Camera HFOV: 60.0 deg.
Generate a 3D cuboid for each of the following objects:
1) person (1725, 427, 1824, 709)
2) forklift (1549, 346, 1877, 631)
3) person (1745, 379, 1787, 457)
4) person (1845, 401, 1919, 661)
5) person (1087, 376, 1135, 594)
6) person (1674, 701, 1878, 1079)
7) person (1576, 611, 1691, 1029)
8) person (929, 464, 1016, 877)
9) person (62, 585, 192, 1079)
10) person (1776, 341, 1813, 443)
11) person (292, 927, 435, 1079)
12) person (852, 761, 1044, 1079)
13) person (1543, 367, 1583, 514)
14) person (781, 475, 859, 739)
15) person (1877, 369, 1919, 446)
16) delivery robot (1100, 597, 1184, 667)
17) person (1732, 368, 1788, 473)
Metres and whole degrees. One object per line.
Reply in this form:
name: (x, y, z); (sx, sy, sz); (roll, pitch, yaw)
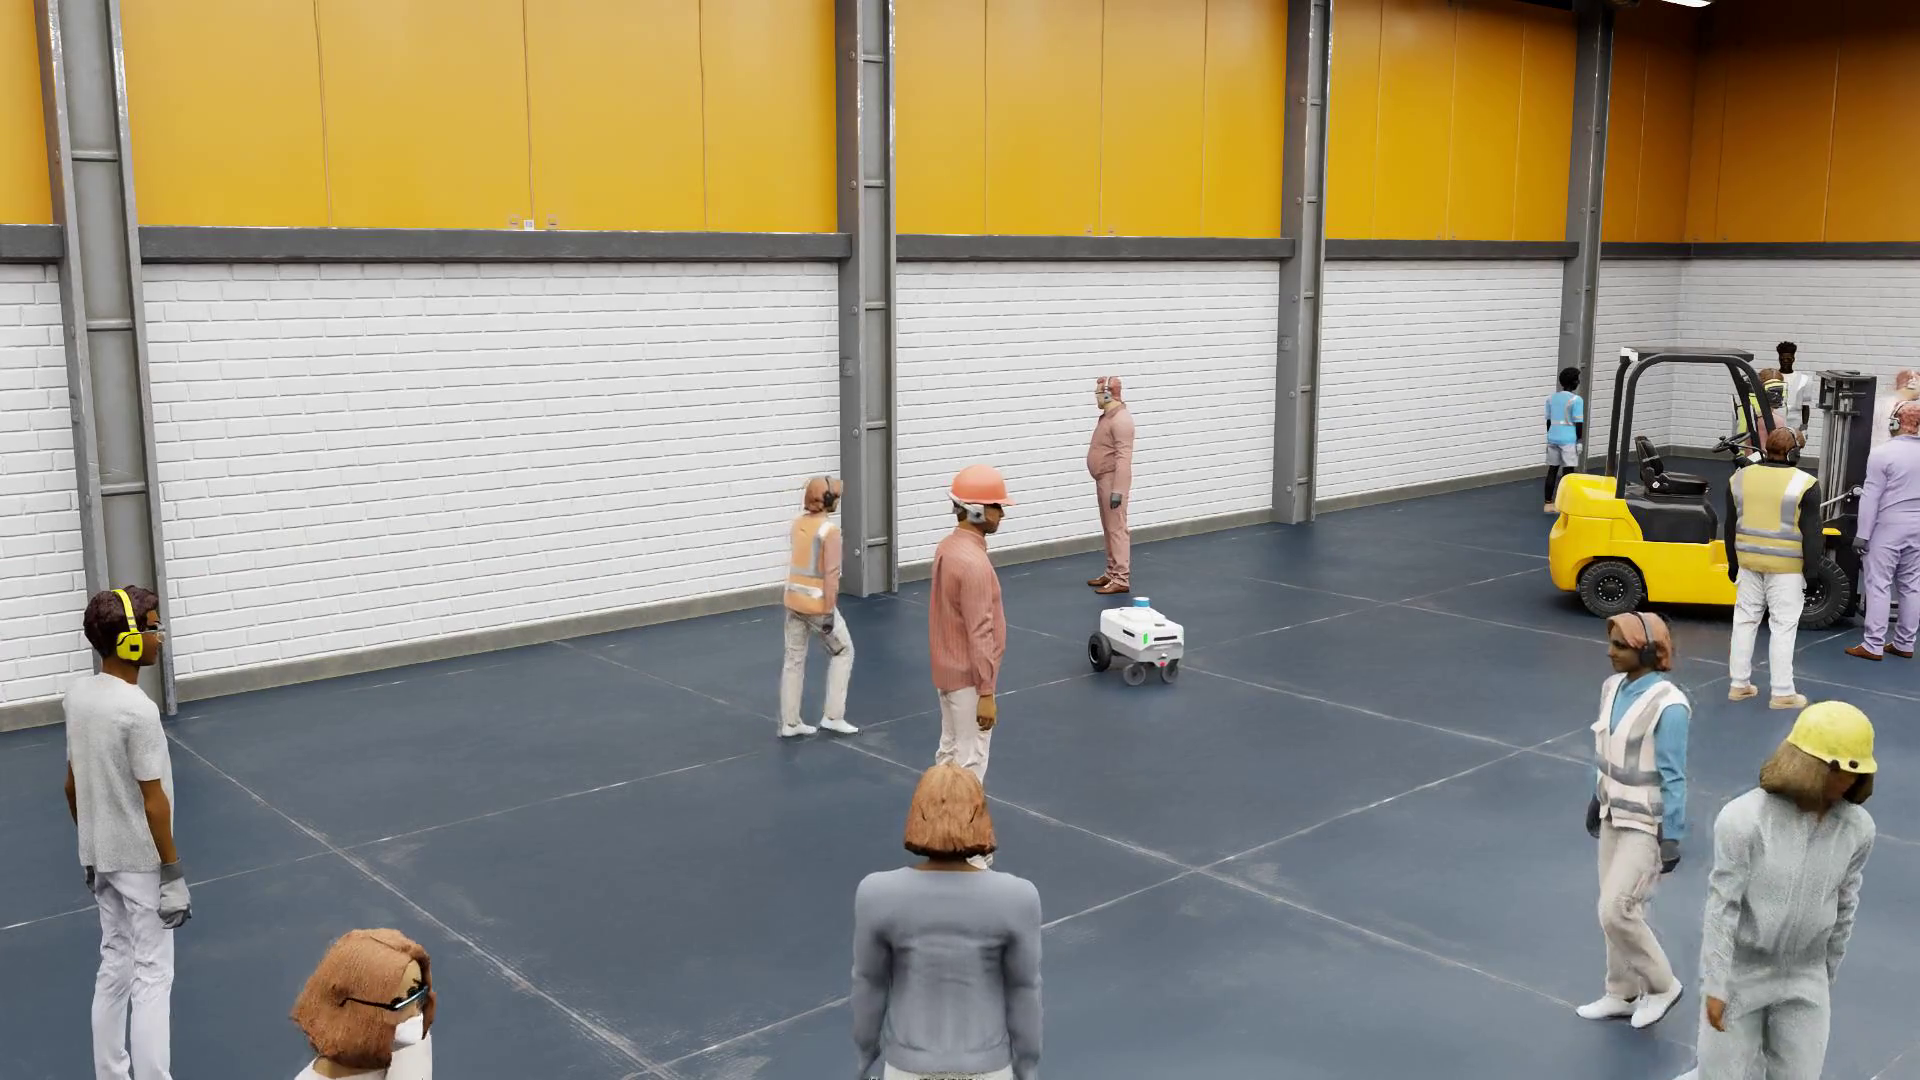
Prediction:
person: (5.329, 0.176, 10.894); (0.428, 1.842, 0.631); (-7, 12, -34)
forklift: (6.109, -0.478, 13.691); (2.313, 2.155, 1.214); (3, 10, 16)
person: (7.763, -0.664, 16.030); (0.309, 1.769, 0.524); (-2, 10, -11)
person: (6.825, -0.065, 12.154); (0.647, 1.900, 0.402); (-2, 10, -14)
person: (1.306, -0.483, 14.568); (0.401, 1.904, 0.651); (-1, 10, -5)
person: (2.374, 1.259, 4.912); (0.494, 1.710, 0.620); (-1, 10, -6)
person: (2.526, 1.069, 6.284); (0.373, 1.624, 0.543); (-1, 10, -6)
person: (0.058, 0.637, 7.755); (0.400, 1.989, 0.623); (-3, 10, -16)
person: (-2.754, 1.078, 5.545); (0.532, 1.864, 0.310); (6, 12, 33)
person: (9.520, -1.320, 19.286); (0.607, 1.965, 0.366); (4, 10, 22)
person: (-1.246, 1.565, 3.451); (0.465, 1.607, 0.526); (2, 10, 13)
person: (-0.030, 1.387, 4.423); (0.509, 1.628, 0.281); (1, 10, 3)
person: (6.848, -1.109, 18.838); (0.317, 1.695, 0.540); (-4, 11, -23)
person: (-0.864, 0.414, 10.163); (0.555, 1.612, 0.522); (-8, 13, -40)
person: (8.892, -0.683, 15.839); (0.463, 1.879, 0.687); (7, 12, 37)
delivery robot: (1.271, 0.644, 11.639); (0.477, 0.478, 0.707); (-4, 10, -22)
person: (7.961, -0.784, 16.537); (0.430, 1.835, 0.626); (-3, 10, -18)
